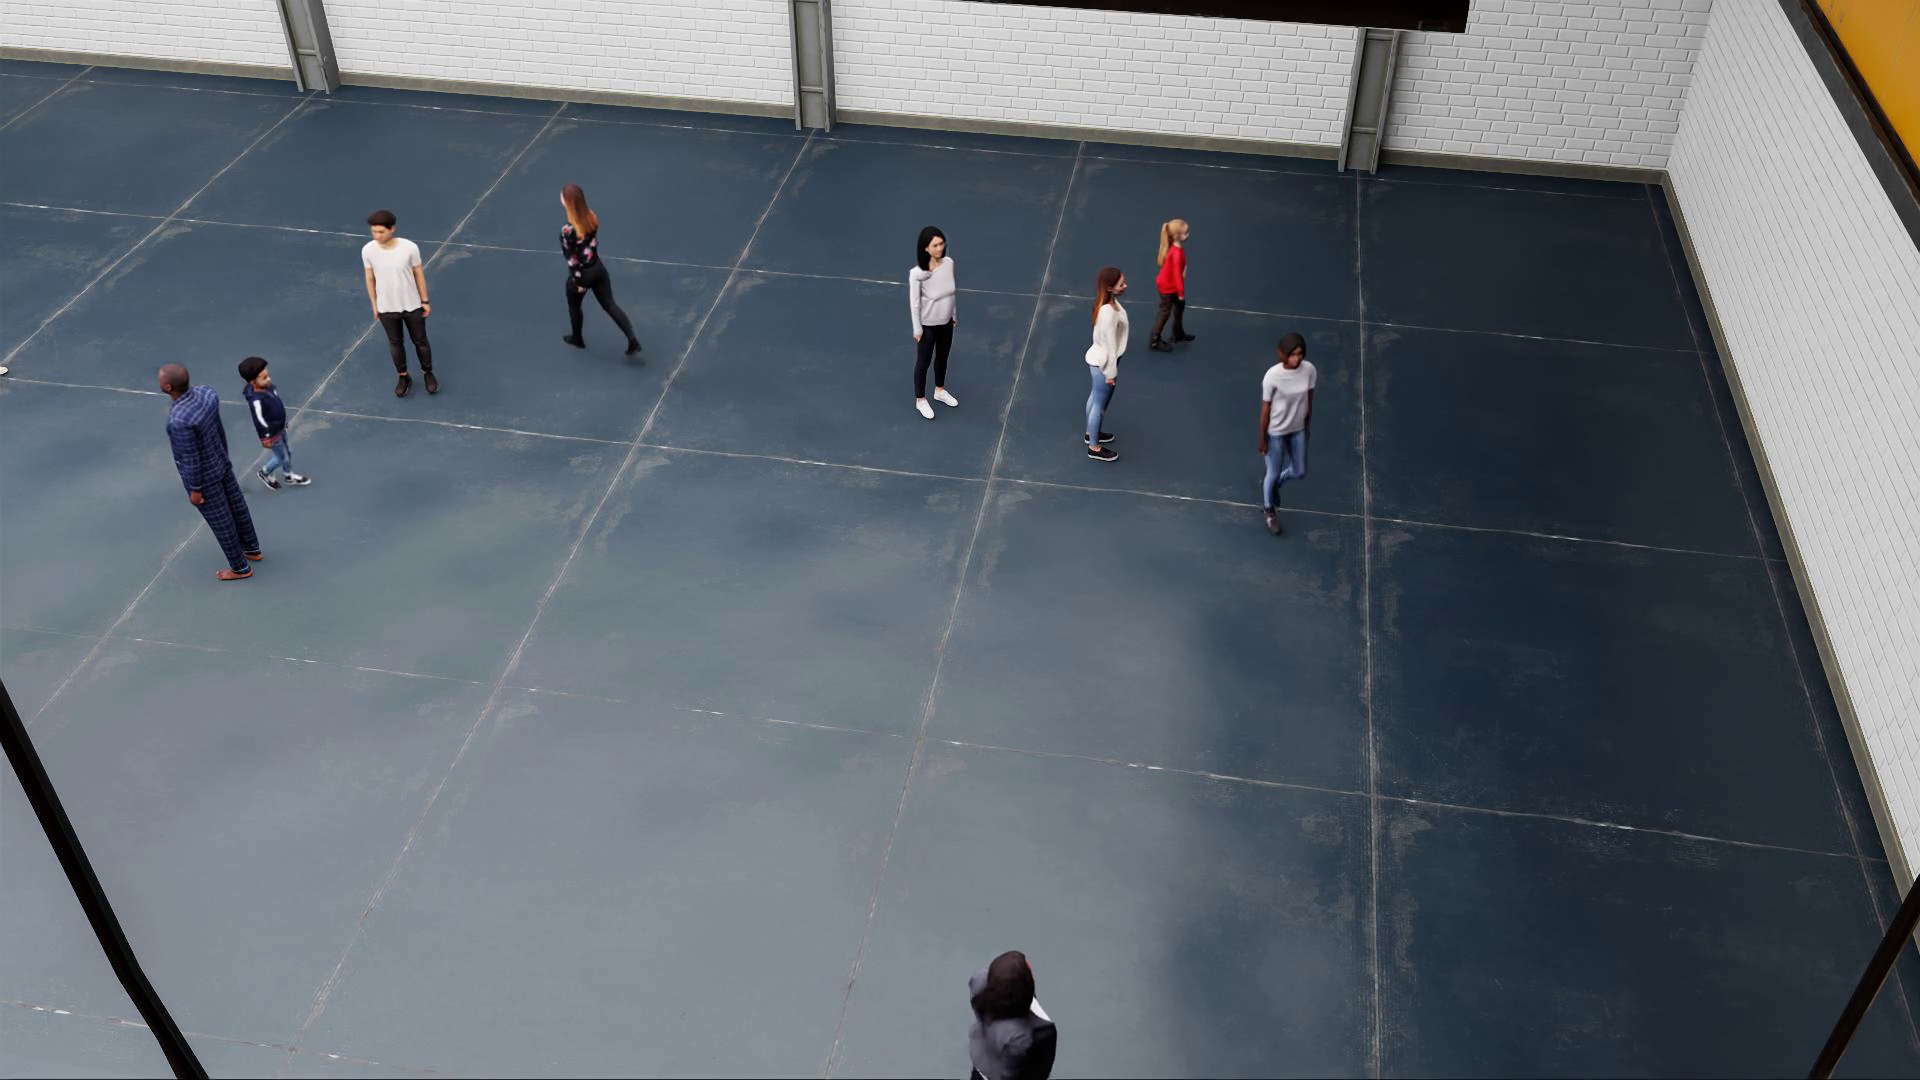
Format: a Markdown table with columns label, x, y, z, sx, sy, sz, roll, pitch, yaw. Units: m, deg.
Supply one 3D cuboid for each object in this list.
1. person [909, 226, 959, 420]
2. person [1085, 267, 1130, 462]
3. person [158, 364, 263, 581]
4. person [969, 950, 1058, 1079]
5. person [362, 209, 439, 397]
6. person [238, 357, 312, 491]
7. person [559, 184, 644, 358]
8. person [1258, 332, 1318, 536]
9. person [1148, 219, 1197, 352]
| label | x | y | z | sx | sy | sz | roll | pitch | yaw |
| --- | --- | --- | --- | --- | --- | --- | --- | --- | --- |
| person | -0.222 | -1.830 | 13.825 | 0.713 | 1.701 | 0.748 | -31 | 48 | -32 |
| person | 1.160 | -1.429 | 13.329 | 0.593 | 1.692 | 0.656 | 1 | 39 | 1 |
| person | -5.455 | -0.506 | 12.068 | 0.581 | 1.824 | 0.660 | 6 | 39 | 7 |
| person | 0.161 | 2.644 | 8.340 | 1.135 | 1.553 | 1.062 | -21 | 43 | -24 |
| person | -4.734 | -2.029 | 14.059 | 0.583 | 1.718 | 0.747 | -5 | 39 | -6 |
| person | -5.452 | -0.905 | 13.055 | 0.627 | 1.216 | 0.567 | 0 | 39 | 0 |
| person | -3.165 | -2.302 | 14.456 | 1.158 | 1.650 | 0.870 | 23 | 44 | 26 |
| person | 2.420 | -0.857 | 12.594 | 0.767 | 1.715 | 0.820 | -12 | 40 | -15 |
| person | 1.802 | -2.247 | 14.692 | 0.699 | 1.269 | 0.575 | 0 | 39 | 0 |
